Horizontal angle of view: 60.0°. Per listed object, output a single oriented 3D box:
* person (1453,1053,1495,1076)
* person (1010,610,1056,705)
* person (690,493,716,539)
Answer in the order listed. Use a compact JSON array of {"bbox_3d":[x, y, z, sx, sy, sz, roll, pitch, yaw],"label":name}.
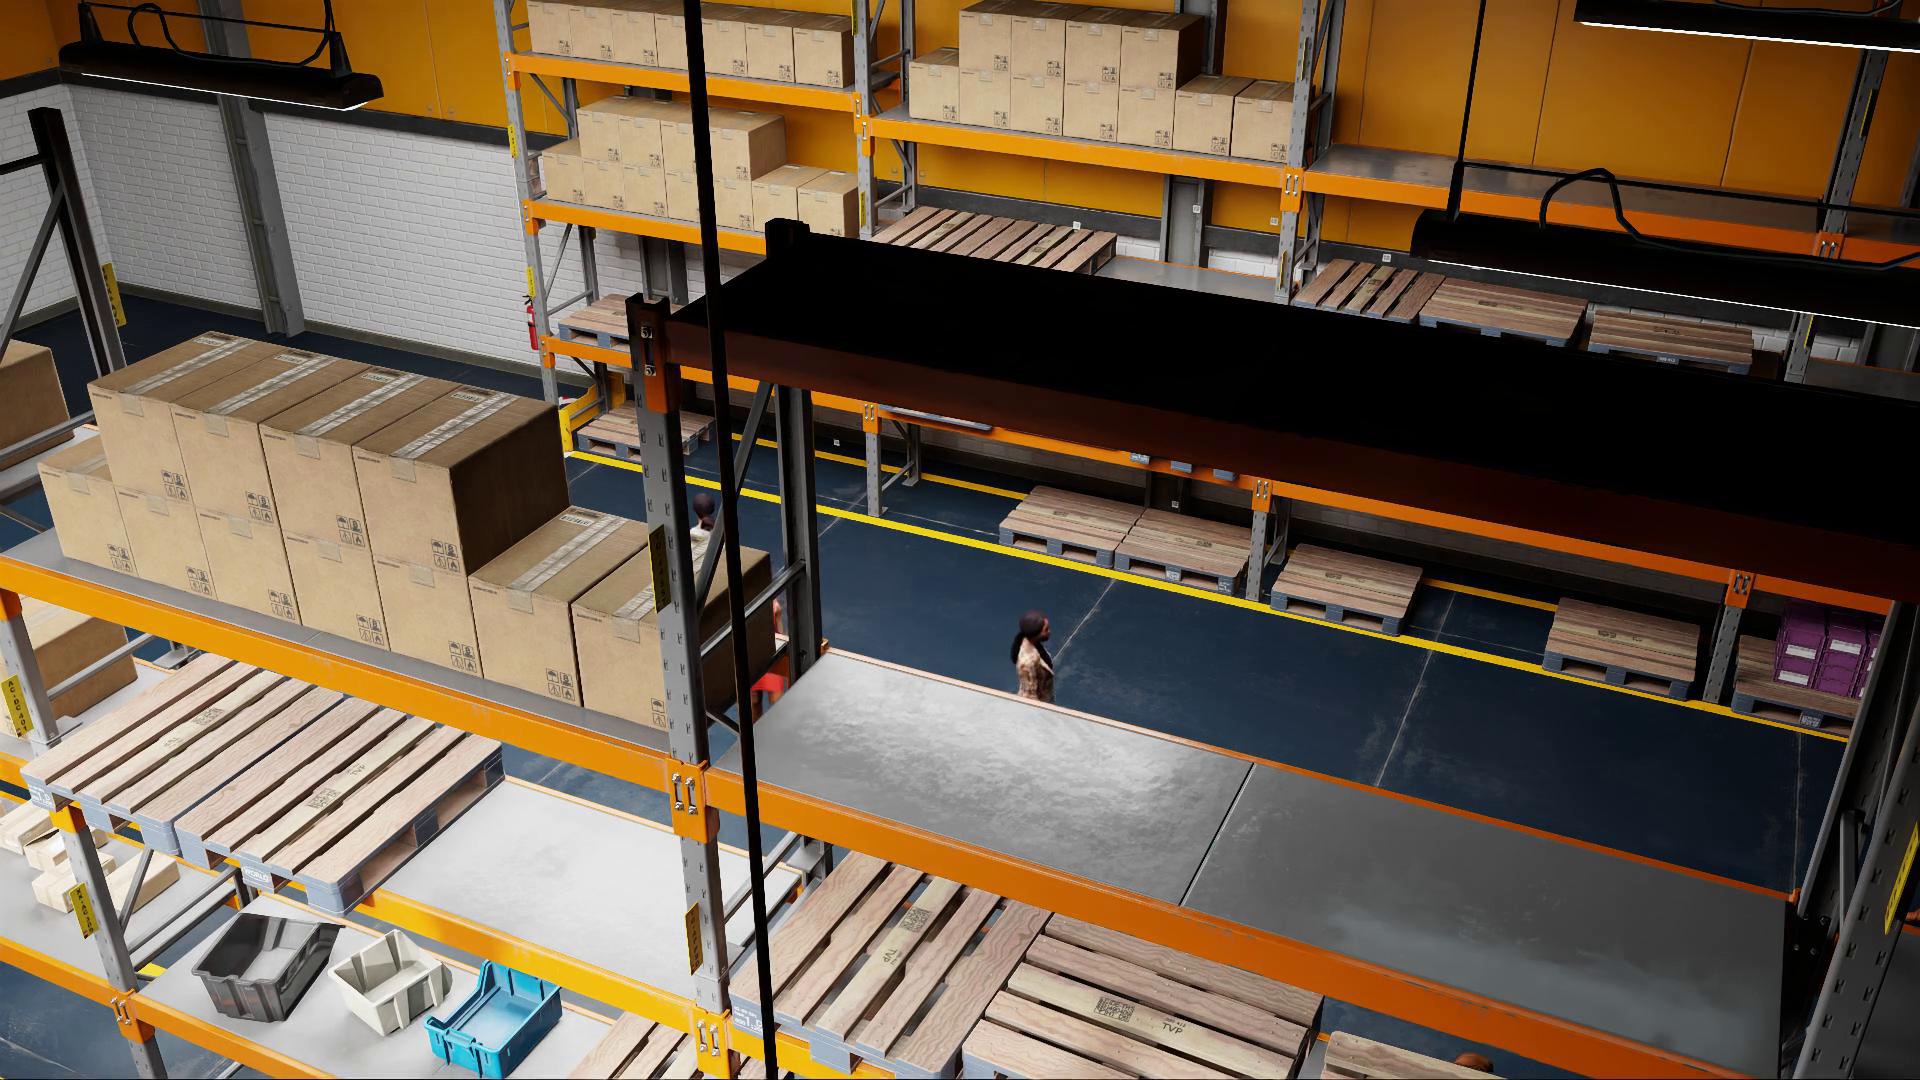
[{"bbox_3d":[2.565,3.324,8.864,1.099,1.585,0.652,16,32,26],"label":"person"},{"bbox_3d":[0.462,1.301,12.368,0.839,1.782,0.710,3,29,6],"label":"person"},{"bbox_3d":[-2.099,0.409,14.008,0.689,1.776,0.726,-14,31,-24],"label":"person"}]
